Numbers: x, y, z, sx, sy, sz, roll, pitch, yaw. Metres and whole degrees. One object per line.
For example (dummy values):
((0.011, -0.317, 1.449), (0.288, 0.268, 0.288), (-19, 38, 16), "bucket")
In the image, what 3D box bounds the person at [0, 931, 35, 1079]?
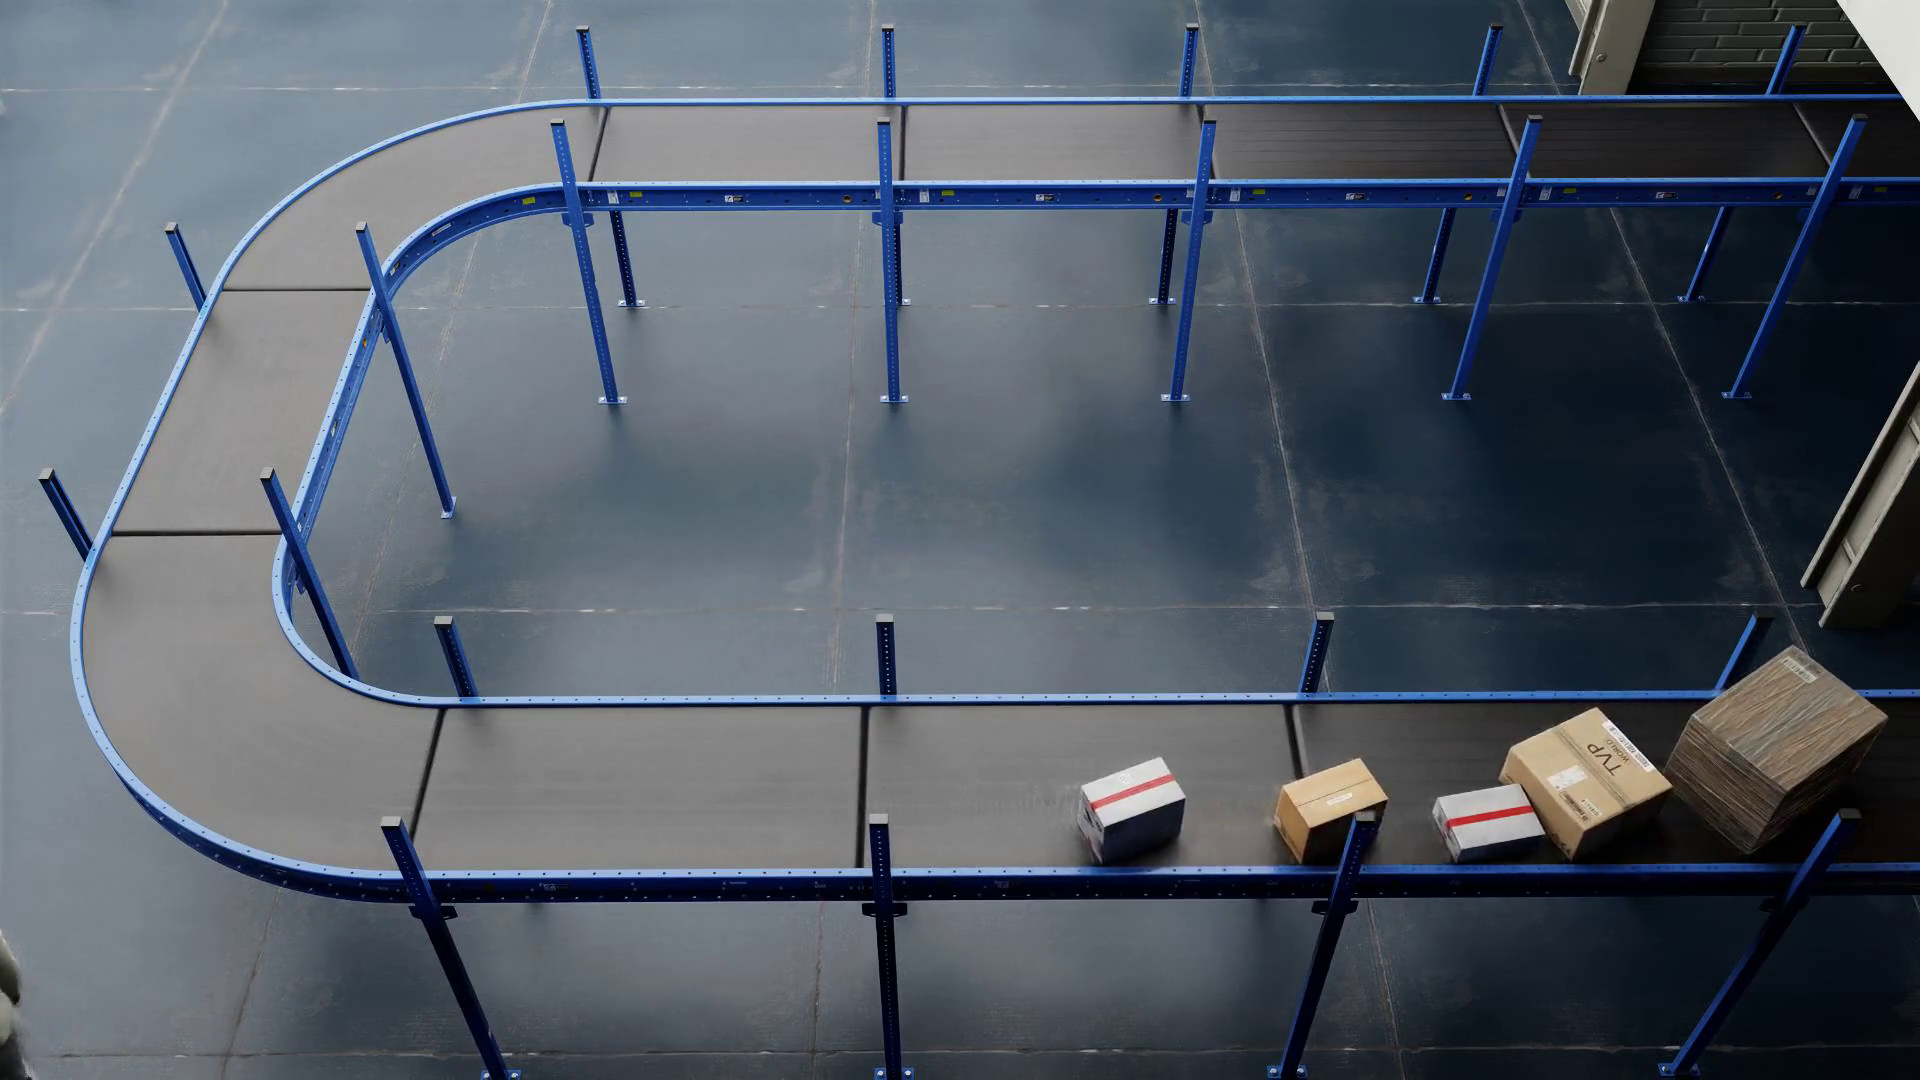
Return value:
((-4.603, 2.228, 7.901), (0.692, 1.894, 0.719), (29, 53, 25), "person")
